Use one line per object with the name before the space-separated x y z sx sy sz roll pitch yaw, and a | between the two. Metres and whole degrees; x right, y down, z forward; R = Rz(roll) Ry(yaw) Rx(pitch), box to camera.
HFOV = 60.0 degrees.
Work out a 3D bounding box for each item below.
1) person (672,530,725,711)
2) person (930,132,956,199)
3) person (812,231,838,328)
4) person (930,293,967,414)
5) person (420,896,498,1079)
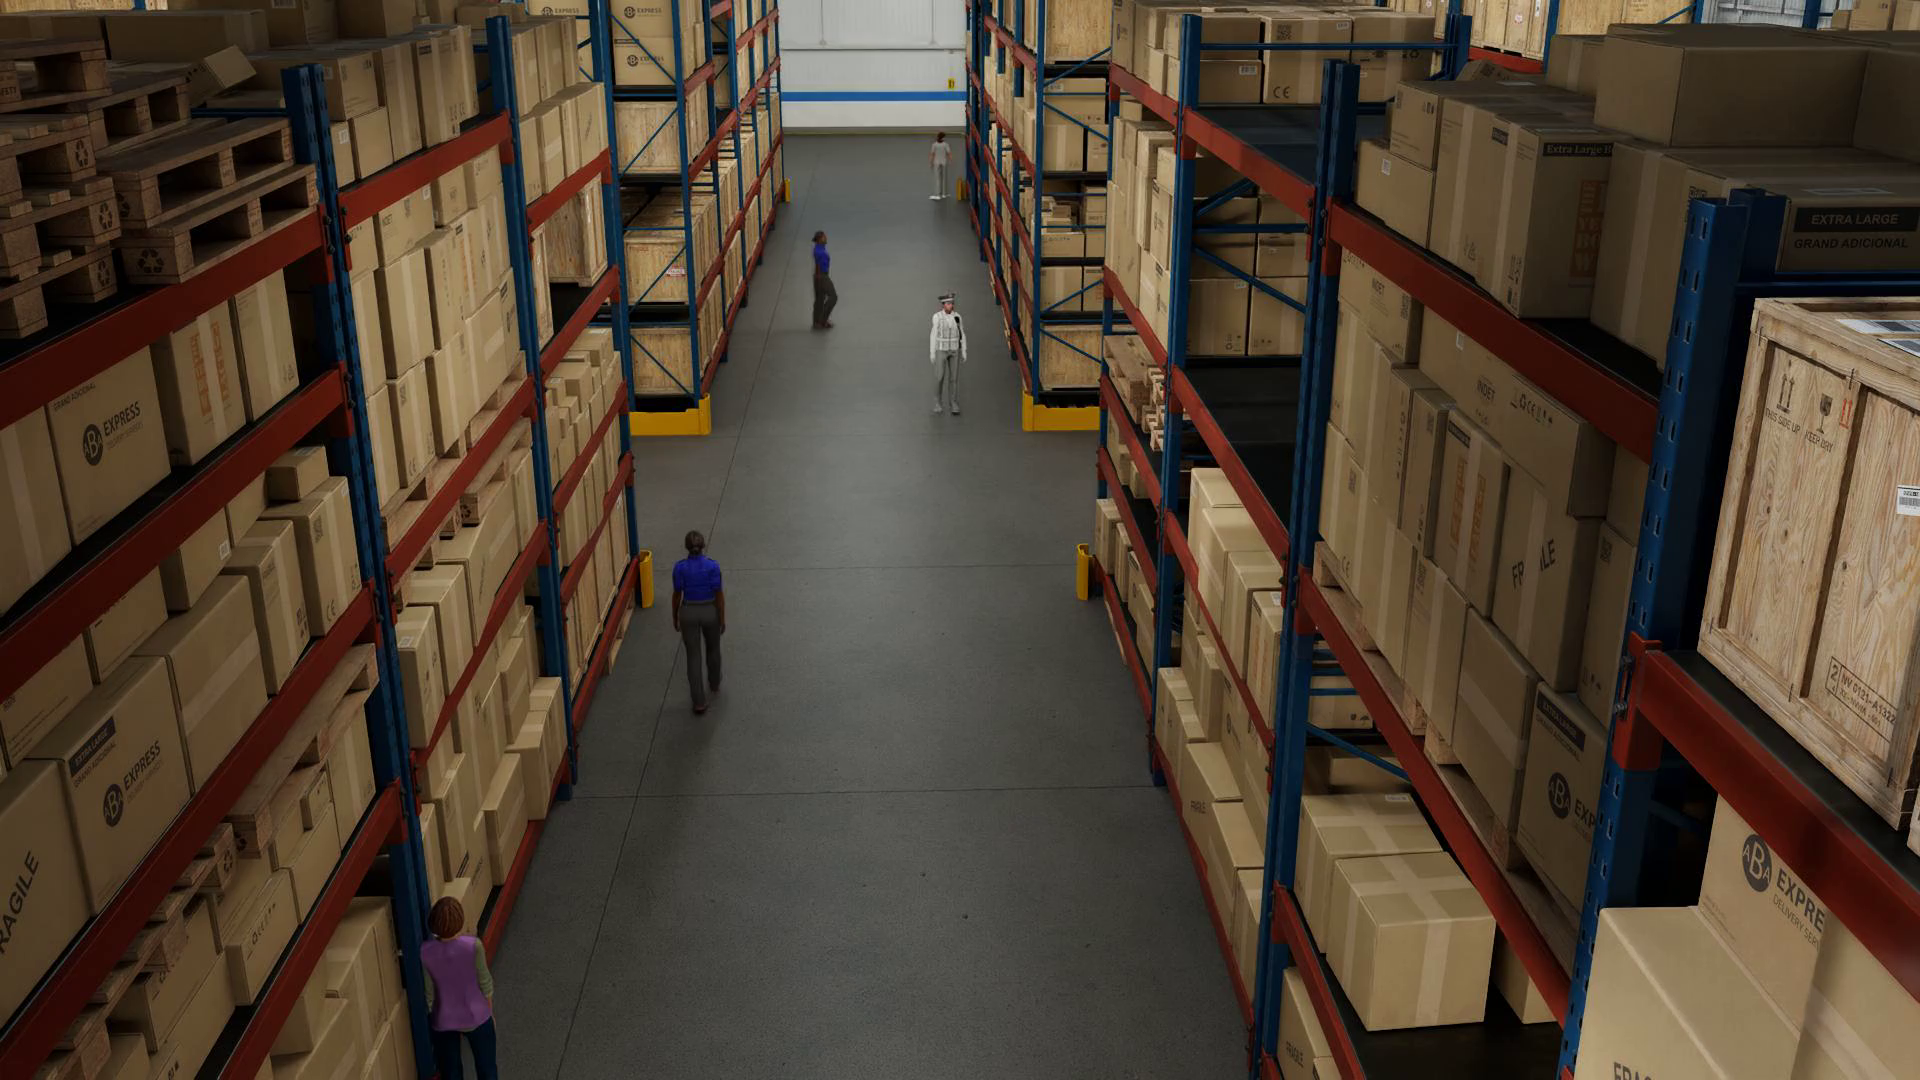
person | -2.339 0.659 14.890 0.460 1.648 0.764 -3 21 -9
person | -0.421 -9.457 41.942 0.662 1.660 0.583 -1 20 -3
person | -2.338 -4.494 28.652 0.427 1.659 0.456 -3 21 -8
person | -0.158 -2.674 23.717 0.524 1.709 0.447 -6 21 -17
person | -2.831 2.719 9.444 0.410 1.602 0.327 -5 21 -12
